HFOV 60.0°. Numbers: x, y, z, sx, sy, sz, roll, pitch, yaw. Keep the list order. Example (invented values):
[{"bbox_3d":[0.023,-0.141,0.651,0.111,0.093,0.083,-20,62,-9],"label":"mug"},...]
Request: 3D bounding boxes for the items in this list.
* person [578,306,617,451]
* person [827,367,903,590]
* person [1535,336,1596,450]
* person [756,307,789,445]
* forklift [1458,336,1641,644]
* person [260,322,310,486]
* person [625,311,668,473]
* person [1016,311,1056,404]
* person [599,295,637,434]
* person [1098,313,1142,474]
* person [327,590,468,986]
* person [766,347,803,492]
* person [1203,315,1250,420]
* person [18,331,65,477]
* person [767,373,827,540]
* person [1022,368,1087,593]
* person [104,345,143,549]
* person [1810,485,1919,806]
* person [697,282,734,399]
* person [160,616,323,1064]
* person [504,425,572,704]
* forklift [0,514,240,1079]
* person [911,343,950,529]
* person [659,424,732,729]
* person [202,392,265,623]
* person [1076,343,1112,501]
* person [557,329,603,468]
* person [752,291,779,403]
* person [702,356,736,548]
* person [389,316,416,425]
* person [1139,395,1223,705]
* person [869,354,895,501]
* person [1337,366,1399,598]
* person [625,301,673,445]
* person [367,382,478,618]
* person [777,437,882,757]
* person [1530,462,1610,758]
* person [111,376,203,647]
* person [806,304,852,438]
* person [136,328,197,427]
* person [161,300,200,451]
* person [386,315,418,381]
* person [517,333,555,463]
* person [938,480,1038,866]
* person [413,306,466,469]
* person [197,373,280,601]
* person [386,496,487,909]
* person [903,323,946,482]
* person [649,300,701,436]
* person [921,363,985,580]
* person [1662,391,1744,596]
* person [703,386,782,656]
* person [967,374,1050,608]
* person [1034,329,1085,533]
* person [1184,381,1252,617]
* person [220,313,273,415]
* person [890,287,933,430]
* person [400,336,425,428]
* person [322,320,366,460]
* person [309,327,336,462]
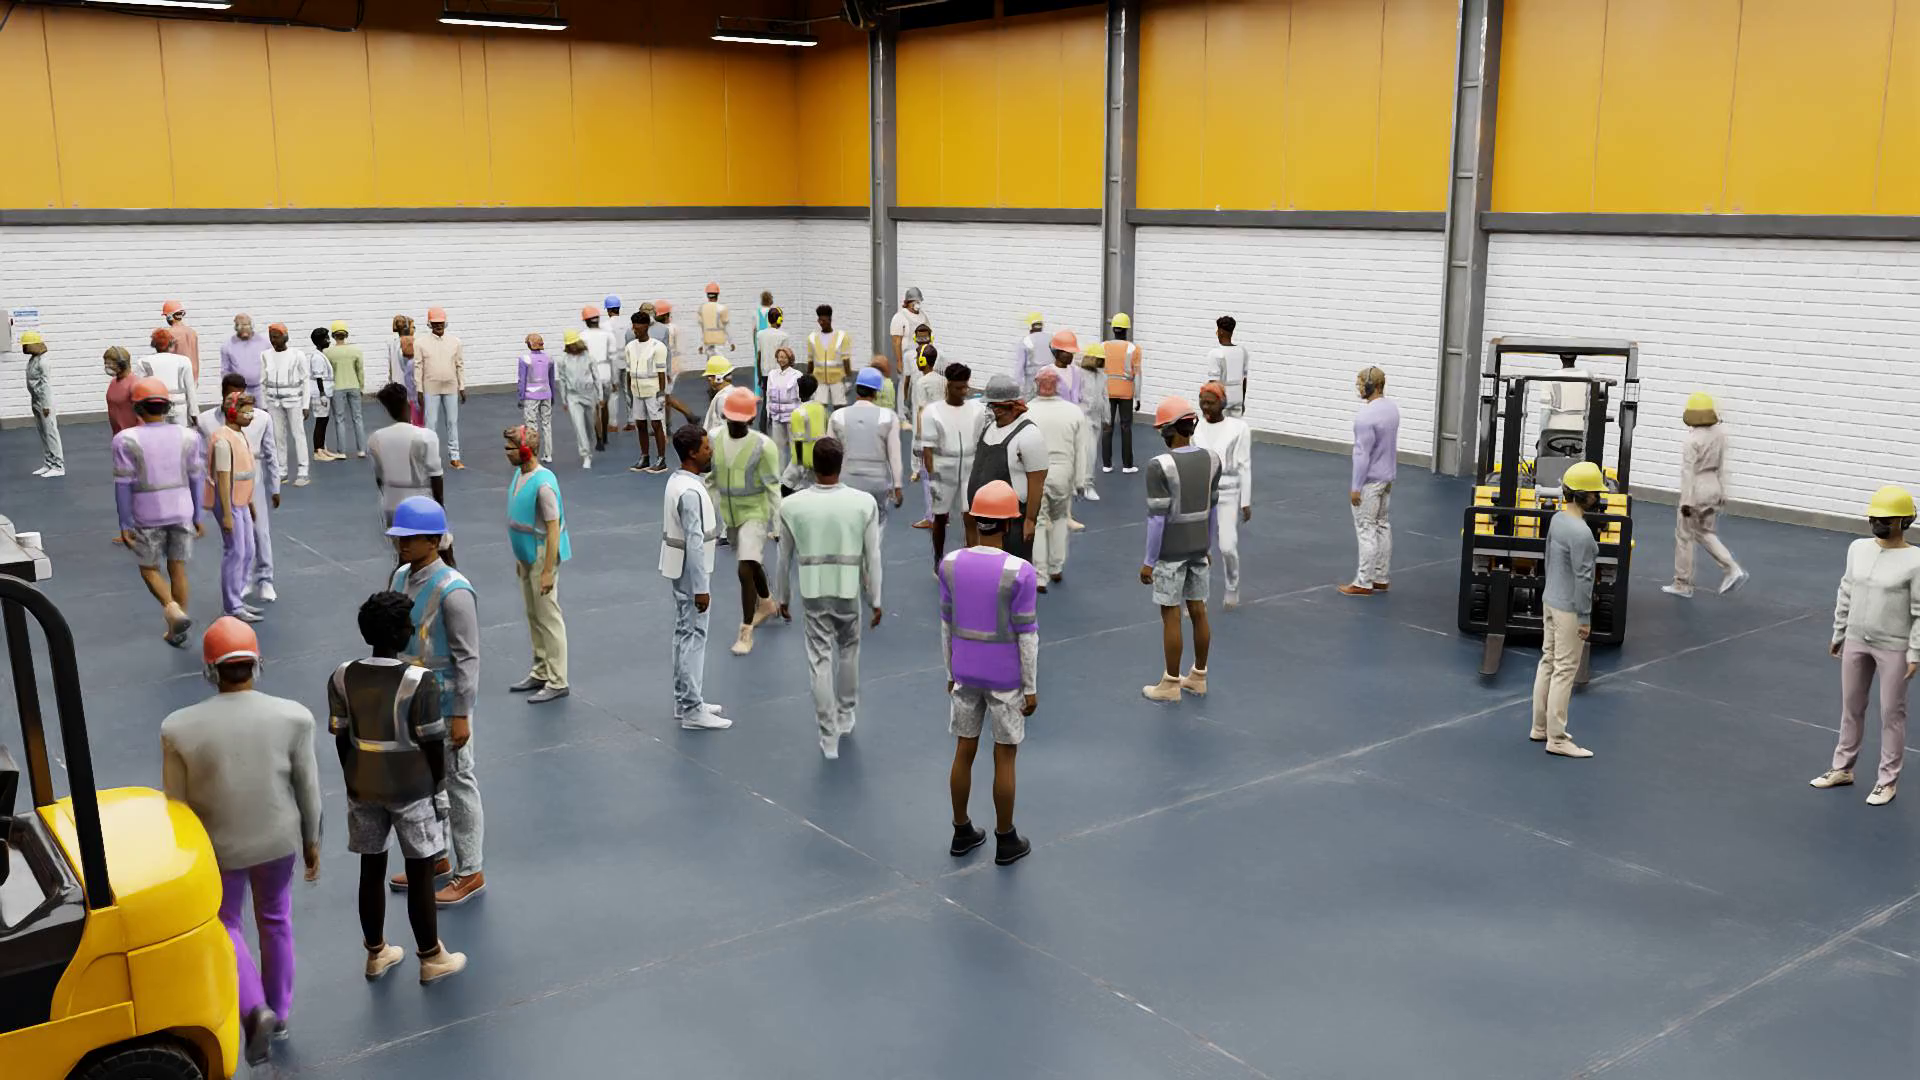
[{"bbox_3d":[-4.843,-2.151,22.037,0.537,1.875,0.968,-5,13,-25],"label":"person"},{"bbox_3d":[-0.821,-0.465,13.798,0.716,1.901,0.631,1,12,4],"label":"person"},{"bbox_3d":[6.086,-1.084,16.759,0.588,1.923,0.383,-2,12,-8],"label":"person"},{"bbox_3d":[-2.485,-2.175,22.205,0.525,1.854,0.333,5,13,22],"label":"person"},{"bbox_3d":[4.683,-0.471,13.136,1.214,2.155,2.313,4,12,20],"label":"forklift"},{"bbox_3d":[-7.757,-1.556,19.127,0.584,1.883,0.337,2,12,8],"label":"person"},{"bbox_3d":[-3.782,-1.780,20.048,0.598,1.958,0.370,6,13,28],"label":"person"},{"bbox_3d":[1.029,-2.145,22.204,0.628,1.816,0.420,-4,12,-20],"label":"person"},{"bbox_3d":[-4.806,-2.452,23.337,0.604,1.939,0.414,-10,15,-40],"label":"person"},{"bbox_3d":[1.901,-1.756,19.992,0.589,1.927,0.388,5,13,22],"label":"person"},{"bbox_3d":[-2.386,1.048,7.013,0.536,1.694,0.322,3,12,16],"label":"person"},{"bbox_3d":[-1.965,-1.363,18.783,0.519,1.645,0.307,6,13,28],"label":"person"},{"bbox_3d":[3.048,-1.595,19.120,0.614,1.963,0.362,-8,14,-34],"label":"person"},{"bbox_3d":[-10.950,-1.618,19.793,0.485,1.738,0.320,11,16,43],"label":"person"},{"bbox_3d":[-1.447,-0.791,16.019,0.808,1.643,0.523,7,14,31],"label":"person"},{"bbox_3d":[0.721,-0.520,14.143,0.655,1.879,0.698,-1,12,-6],"label":"person"},{"bbox_3d":[-7.844,-0.877,15.733,0.627,1.934,0.370,10,16,41],"label":"person"},{"bbox_3d":[5.037,0.572,9.139,0.318,1.769,0.522,-6,13,-27],"label":"person"},{"bbox_3d":[-4.038,-3.266,27.311,0.552,1.914,0.788,4,12,19],"label":"person"},{"bbox_3d":[-2.729,1.156,6.386,0.573,1.728,0.578,-8,14,-34],"label":"person"},{"bbox_3d":[-2.780,0.151,10.991,0.389,1.841,0.564,-7,14,-31],"label":"person"},{"bbox_3d":[-3.687,1.115,5.480,2.313,2.155,1.214,-9,15,-36],"label":"forklift"},{"bbox_3d":[-0.305,-1.031,16.689,0.331,1.855,0.517,6,13,27],"label":"person"},{"bbox_3d":[-1.684,0.227,10.432,0.390,1.922,0.591,-4,12,-17],"label":"person"},{"bbox_3d":[-5.655,-0.247,12.975,0.445,1.824,0.575,-2,12,-10],"label":"person"},{"bbox_3d":[1.480,-1.296,18.243,0.513,1.717,0.624,-10,15,-40],"label":"person"},{"bbox_3d":[-4.717,-1.777,20.639,0.522,1.701,0.795,-4,12,-19],"label":"person"},{"bbox_3d":[-3.122,-3.135,27.011,0.516,1.788,0.986,4,12,18],"label":"person"},{"bbox_3d":[-2.248,-0.842,15.849,0.403,1.819,0.601,-1,12,-3],"label":"person"},{"bbox_3d":[-6.875,-1.857,20.679,0.508,1.844,0.336,9,15,38],"label":"person"},{"bbox_3d":[1.423,0.067,10.932,0.605,2.033,0.401,-8,14,-34],"label":"person"},{"bbox_3d":[-0.869,-1.248,18.319,0.301,1.614,0.631,-3,12,-16],"label":"person"},{"bbox_3d":[3.422,-0.481,13.836,0.379,1.933,0.630,9,15,36],"label":"person"},{"bbox_3d":[-4.152,-2.223,22.258,0.635,1.929,0.381,-7,14,-32],"label":"person"},{"bbox_3d":[-4.119,-0.256,12.742,0.663,1.923,0.713,3,12,16],"label":"person"},{"bbox_3d":[-0.798,0.309,10.093,0.620,1.888,0.817,-1,12,-6],"label":"person"},{"bbox_3d":[3.657,0.406,9.942,0.318,1.767,0.534,0,12,0],"label":"person"},{"bbox_3d":[-5.792,-0.172,12.120,0.618,2.029,0.654,-11,16,-42],"label":"person"},{"bbox_3d":[-1.681,-2.102,21.613,0.633,1.945,0.645,2,12,9],"label":"person"},{"bbox_3d":[-8.746,-1.401,18.380,0.584,1.883,0.337,-7,14,-31],"label":"person"},{"bbox_3d":[-10.111,-2.110,21.581,0.410,1.980,0.624,2,12,11],"label":"person"},{"bbox_3d":[-7.969,-2.408,23.857,0.287,1.631,0.501,11,16,43],"label":"person"},{"bbox_3d":[-5.266,-1.759,20.728,0.325,1.630,0.520,11,16,42],"label":"person"},{"bbox_3d":[0.157,0.661,8.312,0.543,1.931,0.387,7,14,30],"label":"person"},{"bbox_3d":[-6.309,-1.835,20.208,0.608,1.995,0.377,-7,14,-31],"label":"person"},{"bbox_3d":[-5.929,-0.441,13.716,0.613,1.903,0.423,-2,12,-8],"label":"person"},{"bbox_3d":[-2.483,0.749,7.837,0.612,1.950,0.377,10,15,40],"label":"person"},{"bbox_3d":[-0.406,-1.590,19.365,0.512,1.861,0.325,0,12,-1],"label":"person"},{"bbox_3d":[-3.957,-2.356,22.952,0.669,1.905,0.601,-2,12,-7],"label":"person"},{"bbox_3d":[-0.027,-0.543,14.154,0.610,1.919,0.920,-4,12,-19],"label":"person"},{"bbox_3d":[6.163,-0.355,13.715,0.519,1.721,0.584,-6,13,-26],"label":"person"},{"bbox_3d":[-1.537,-0.196,12.390,0.651,1.978,0.960,7,13,30],"label":"person"},{"bbox_3d":[0.312,-0.219,12.292,0.535,2.000,0.684,-7,14,-32],"label":"person"},{"bbox_3d":[1.011,-1.062,16.395,0.613,2.033,0.412,-11,16,-43],"label":"person"},{"bbox_3d":[2.011,-0.324,13.202,0.619,1.875,0.510,7,13,29],"label":"person"},{"bbox_3d":[-8.766,-1.857,20.555,0.683,1.891,0.431,-3,12,-16],"label":"person"},{"bbox_3d":[-0.632,-2.604,23.809,0.539,2.000,0.688,11,16,43],"label":"person"},{"bbox_3d":[-6.699,-1.697,20.452,0.284,1.627,0.508,-4,12,-17],"label":"person"},{"bbox_3d":[-7.802,-1.898,21.070,0.523,1.769,0.310,-9,15,-38],"label":"person"},{"bbox_3d":[-8.016,-1.827,20.919,0.320,1.695,0.534,-3,12,-14],"label":"person"}]
